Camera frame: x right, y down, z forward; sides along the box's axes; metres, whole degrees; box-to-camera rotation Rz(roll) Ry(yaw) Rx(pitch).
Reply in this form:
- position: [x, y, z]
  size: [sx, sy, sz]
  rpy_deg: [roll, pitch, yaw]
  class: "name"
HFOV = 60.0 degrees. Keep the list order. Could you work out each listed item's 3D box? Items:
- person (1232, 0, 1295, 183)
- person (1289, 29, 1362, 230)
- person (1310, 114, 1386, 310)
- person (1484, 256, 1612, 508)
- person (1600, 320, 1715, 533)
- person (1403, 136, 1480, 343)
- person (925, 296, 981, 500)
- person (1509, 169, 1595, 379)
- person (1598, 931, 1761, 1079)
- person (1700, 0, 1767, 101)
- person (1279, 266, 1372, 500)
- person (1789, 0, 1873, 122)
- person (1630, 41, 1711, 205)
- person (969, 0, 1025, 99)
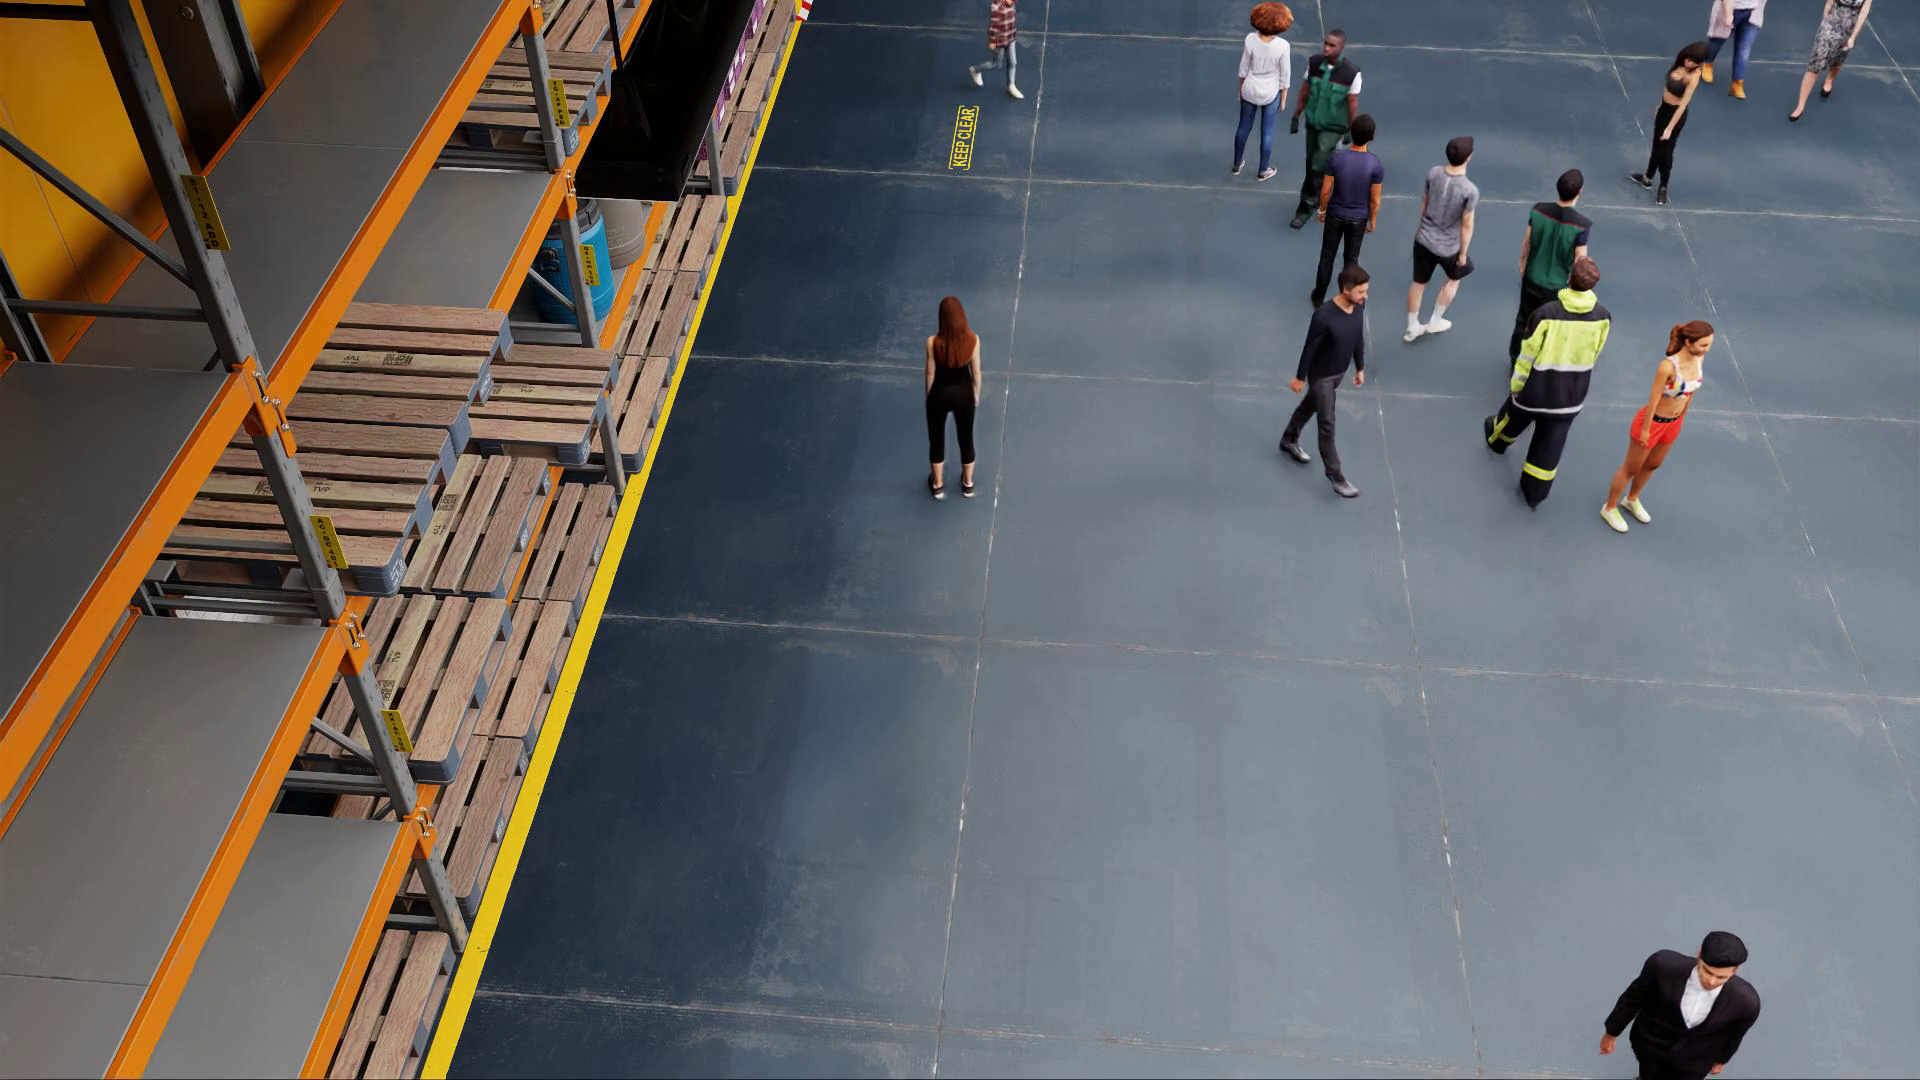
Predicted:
- position: [2.780, -4.152, 15.364]
  size: [0.736, 1.711, 0.733]
  rpy_deg: [21, 47, 21]
  class: "person"
- position: [3.299, -3.731, 14.846]
  size: [1.007, 1.816, 1.098]
  rpy_deg: [32, 52, 29]
  class: "person"
- position: [3.200, -2.687, 13.767]
  size: [0.685, 1.793, 0.581]
  rpy_deg: [11, 45, 11]
  class: "person"
- position: [4.280, -1.089, 11.979]
  size: [0.853, 1.945, 1.147]
  rpy_deg: [-1, 44, -1]
  class: "person"
- position: [4.958, -0.832, 11.825]
  size: [0.661, 1.785, 0.681]
  rpy_deg: [-18, 46, -18]
  class: "person"
- position: [3.803, -2.372, 13.386]
  size: [0.901, 1.860, 0.844]
  rpy_deg: [-32, 52, -29]
  class: "person"
- position: [-0.068, -1.023, 12.069]
  size: [0.606, 1.724, 0.596]
  rpy_deg: [-7, 44, -7]
  class: "person"
- position: [4.561, -1.996, 12.969]
  size: [1.024, 1.893, 0.964]
  rpy_deg: [-31, 52, -28]
  class: "person"
- position: [3.590, 2.465, 8.335]
  size: [1.149, 1.825, 1.335]
  rpy_deg: [28, 50, 26]
  class: "person"
- position: [7.739, -5.341, 16.614]
  size: [0.718, 1.708, 1.021]
  rpy_deg: [-1, 44, -1]
  class: "person"
- position: [2.627, -1.269, 12.252]
  size: [1.117, 1.829, 1.181]
  rpy_deg: [-29, 51, -27]
  class: "person"
- position: [8.639, -4.990, 16.284]
  size: [0.983, 1.655, 1.223]
  rpy_deg: [27, 50, 25]
  class: "person"
- position: [6.489, -3.900, 15.176]
  size: [0.811, 1.604, 0.527]
  rpy_deg: [7, 44, 7]
  class: "person"
- position: [0.368, -5.055, 16.621]
  size: [0.869, 1.284, 0.865]
  rpy_deg: [27, 50, 25]
  class: "person"
